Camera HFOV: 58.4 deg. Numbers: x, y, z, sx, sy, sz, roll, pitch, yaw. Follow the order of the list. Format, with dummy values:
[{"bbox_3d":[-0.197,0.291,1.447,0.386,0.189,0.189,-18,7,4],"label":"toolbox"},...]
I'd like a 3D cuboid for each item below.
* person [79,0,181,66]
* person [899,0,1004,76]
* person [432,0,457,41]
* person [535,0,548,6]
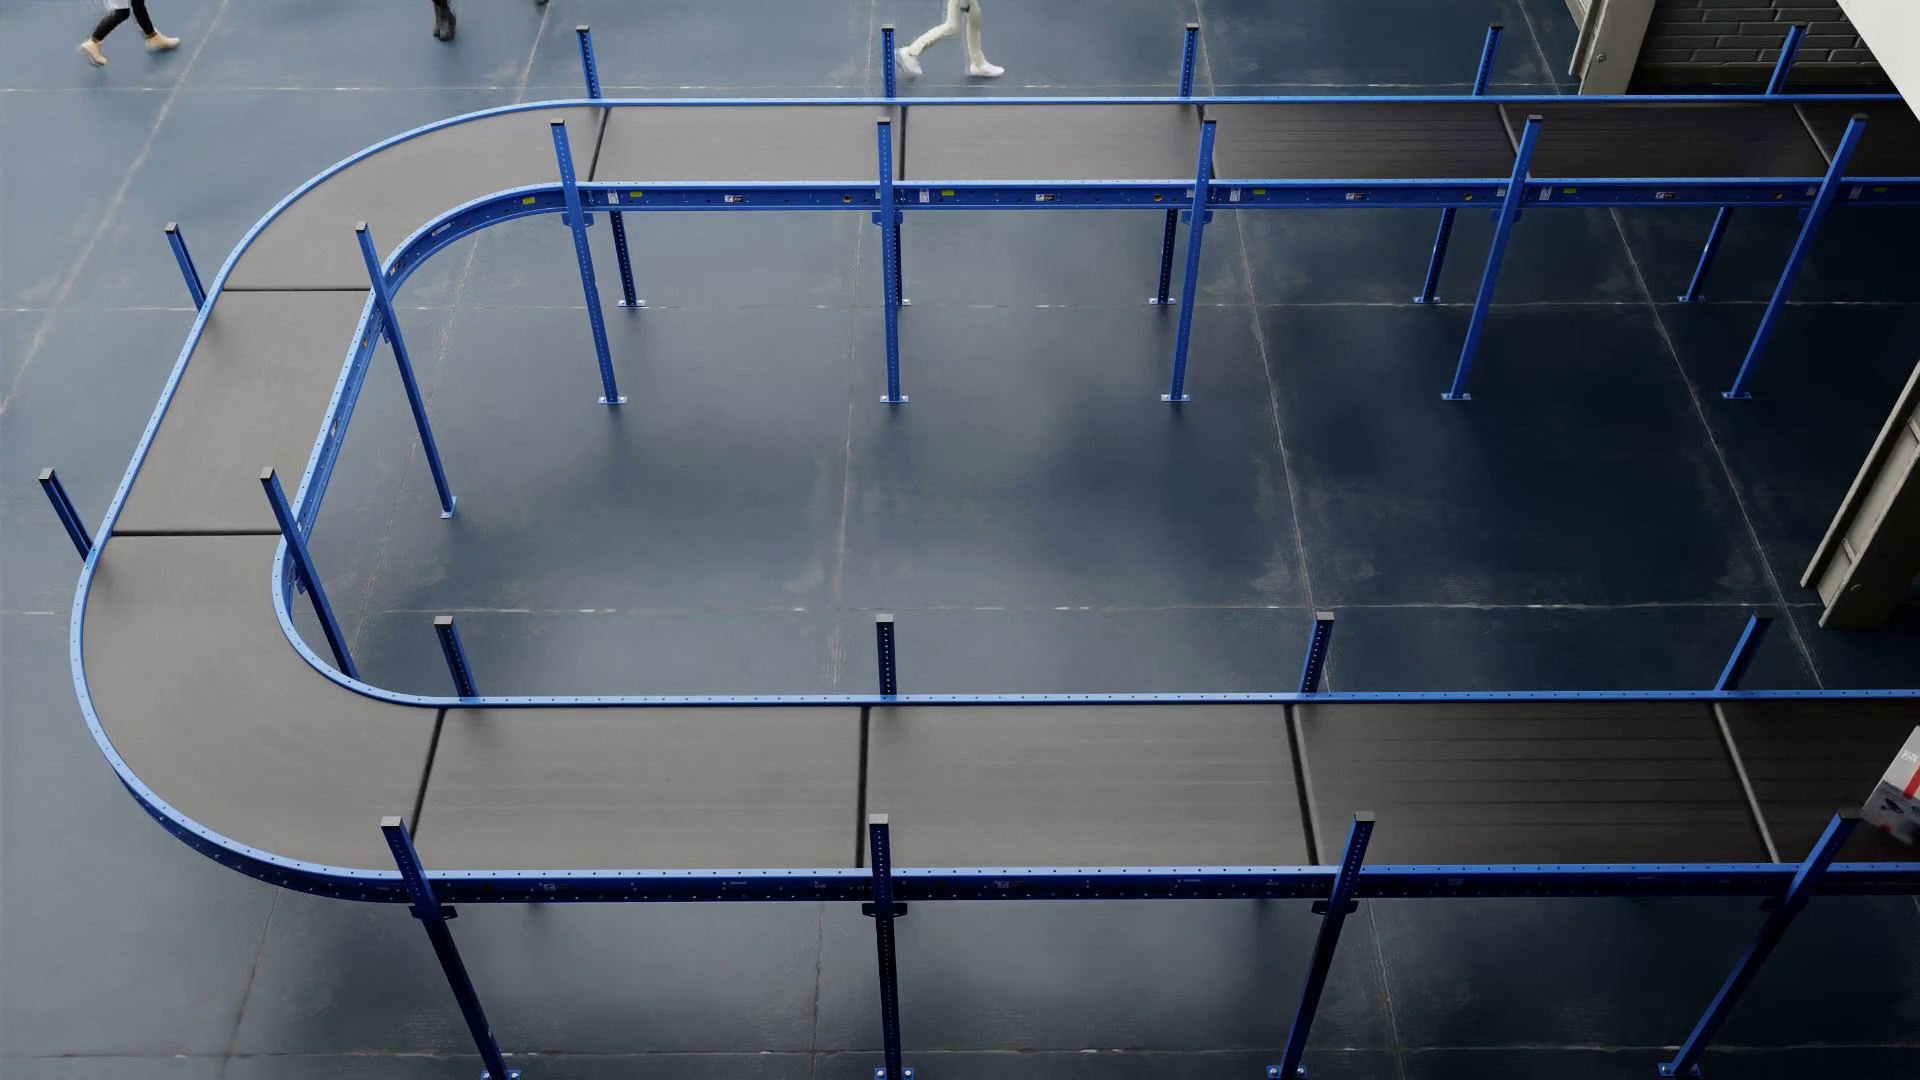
[{"bbox_3d":[-7.329,-4.867,14.669,0.725,1.677,0.524,-18,50,-16],"label":"person"},{"bbox_3d":[-0.073,-4.709,14.416,0.850,1.847,0.525,2,47,2],"label":"person"},{"bbox_3d":[-4.713,-5.223,14.838,0.579,1.917,0.536,10,48,9],"label":"person"},{"bbox_3d":[-3.885,-5.781,15.374,0.564,1.904,0.876,-20,50,-17],"label":"person"}]
